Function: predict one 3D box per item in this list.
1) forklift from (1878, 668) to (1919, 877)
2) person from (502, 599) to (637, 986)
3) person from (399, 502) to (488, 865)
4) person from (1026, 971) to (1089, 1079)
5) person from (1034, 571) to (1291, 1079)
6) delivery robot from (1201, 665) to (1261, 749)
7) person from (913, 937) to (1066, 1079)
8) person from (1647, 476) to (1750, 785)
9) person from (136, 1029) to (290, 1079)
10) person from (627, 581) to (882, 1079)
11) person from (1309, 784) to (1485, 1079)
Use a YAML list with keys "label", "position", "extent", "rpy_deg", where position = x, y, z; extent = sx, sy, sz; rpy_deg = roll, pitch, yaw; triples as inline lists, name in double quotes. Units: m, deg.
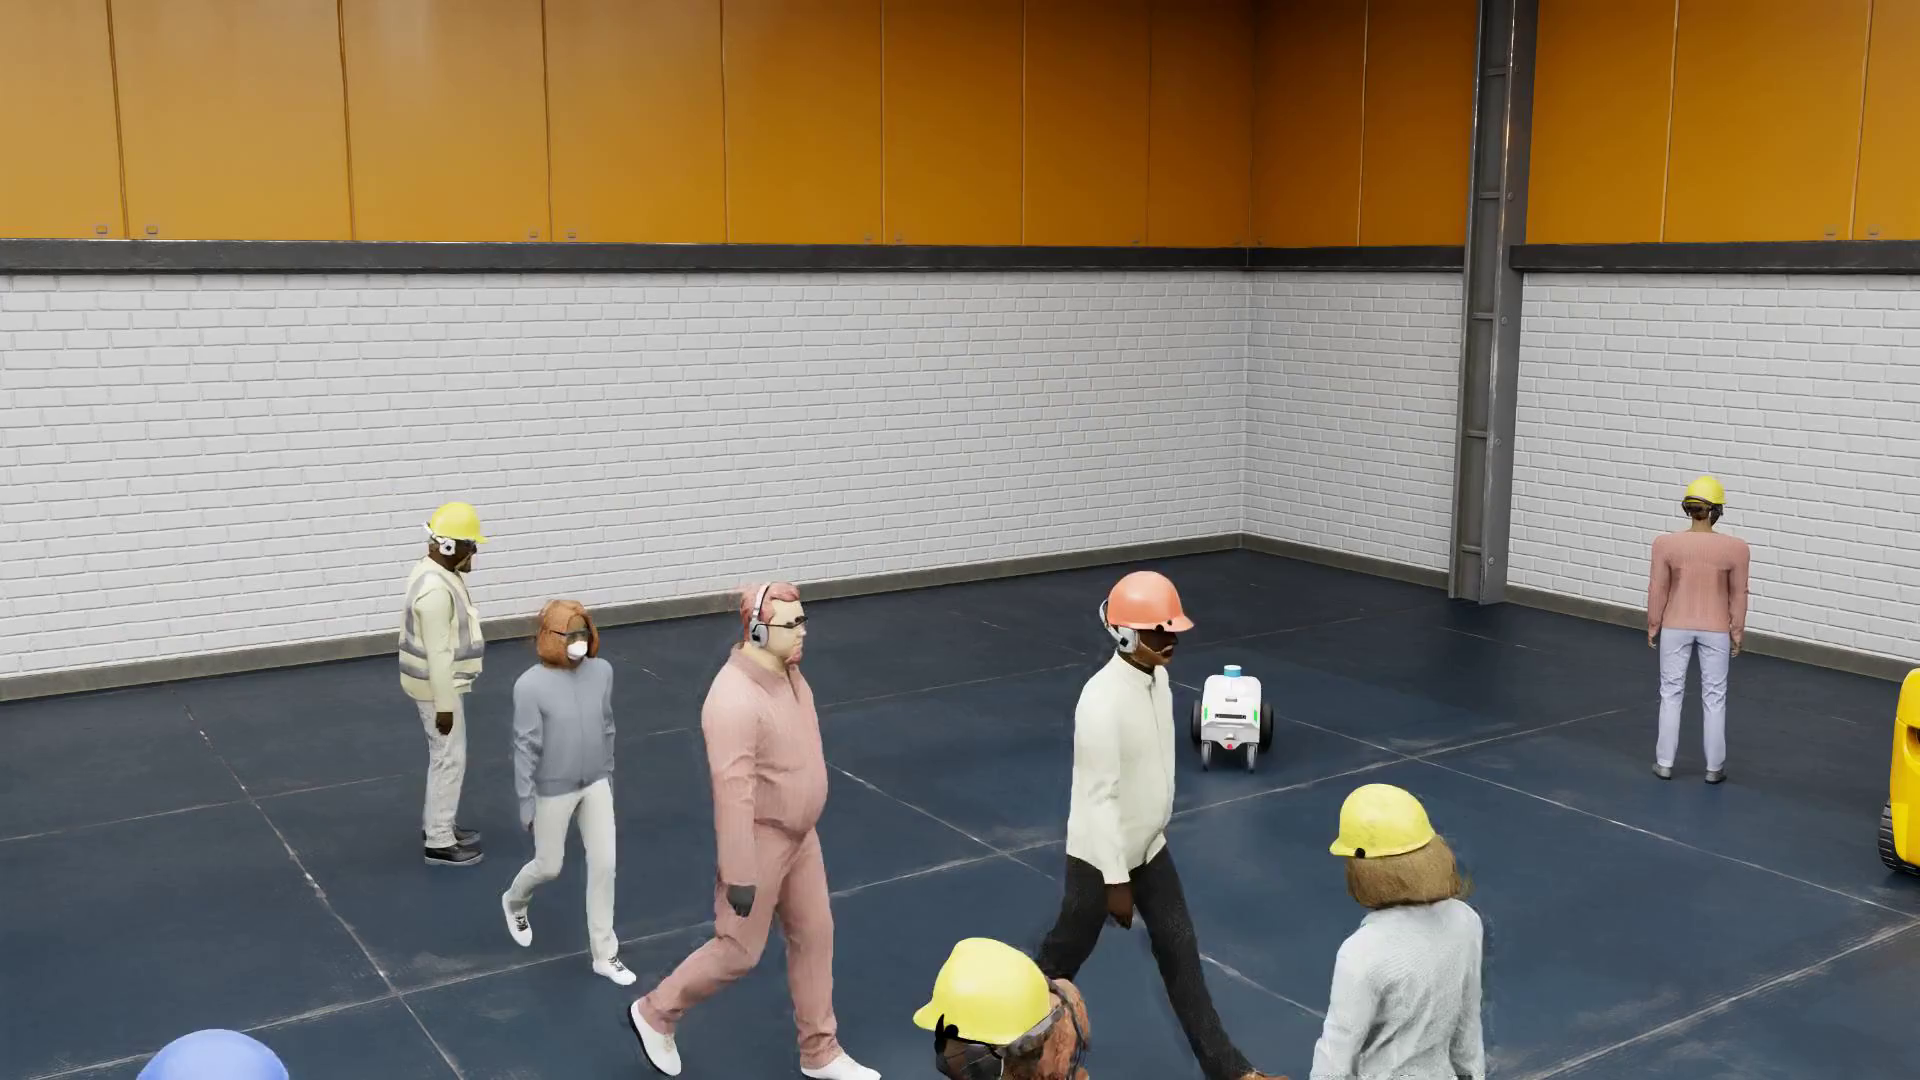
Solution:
- label: "forklift"
  position: [5.511, 0.571, 7.906]
  extent: [2.313, 2.155, 1.214]
  rpy_deg: [-6, 11, -33]
- label: "person"
  position: [-1.673, 1.022, 6.961]
  extent: [0.734, 1.604, 0.507]
  rpy_deg: [8, 13, 41]
- label: "person"
  position: [-2.533, 0.712, 8.223]
  extent: [0.448, 1.806, 0.614]
  rpy_deg: [-2, 10, -15]
- label: "person"
  position: [0.100, 1.628, 3.245]
  extent: [0.532, 1.622, 0.355]
  rpy_deg: [0, 9, 0]
- label: "person"
  position: [0.617, 1.057, 5.765]
  extent: [1.067, 1.927, 0.633]
  rpy_deg: [6, 11, 30]
- label: "delivery robot"
  position: [1.632, 0.996, 9.988]
  extent: [0.477, 0.478, 0.707]
  rpy_deg: [2, 10, 10]
- label: "person"
  position: [0.136, 1.596, 3.121]
  extent: [0.862, 1.733, 0.524]
  rpy_deg: [3, 10, 17]
- label: "person"
  position: [4.211, 0.516, 9.534]
  extent: [0.526, 1.765, 0.329]
  rpy_deg: [4, 10, 23]
- label: "person"
  position: [-1.001, 1.628, 2.469]
  extent: [0.609, 1.890, 1.043]
  rpy_deg: [-7, 12, -36]
- label: "person"
  position: [-0.764, 1.059, 5.948]
  extent: [0.872, 1.877, 0.652]
  rpy_deg: [3, 10, 15]
- label: "person"
  position: [1.067, 1.442, 4.093]
  extent: [0.489, 1.715, 0.391]
  rpy_deg: [-9, 13, -42]
